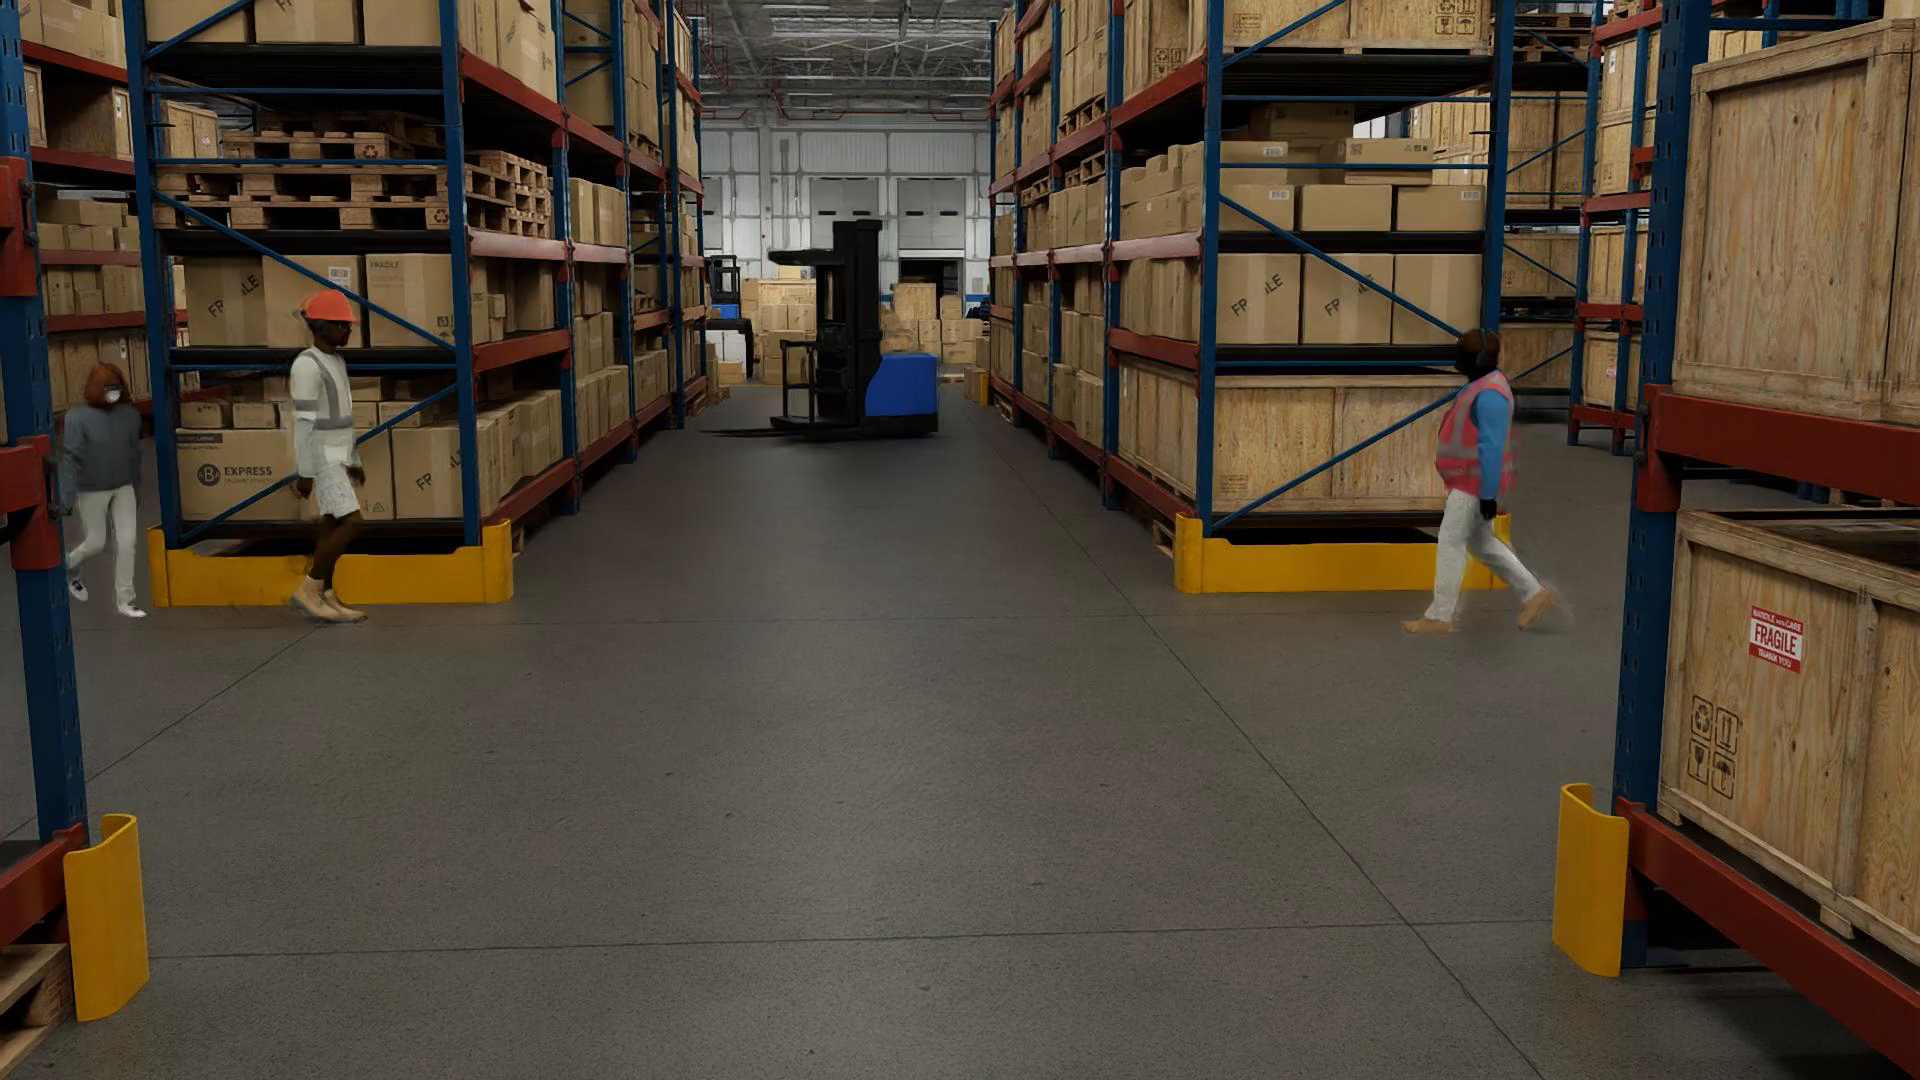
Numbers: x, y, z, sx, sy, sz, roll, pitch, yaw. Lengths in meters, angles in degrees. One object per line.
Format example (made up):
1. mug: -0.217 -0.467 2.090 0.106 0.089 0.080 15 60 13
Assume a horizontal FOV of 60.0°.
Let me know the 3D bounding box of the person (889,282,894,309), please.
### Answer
1. person: -2.091 -7.538 54.794 1.033 1.890 0.636 4 10 25

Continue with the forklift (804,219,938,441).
1. forklift: -1.322 -2.752 21.611 1.873 2.768 1.129 -4 10 -25

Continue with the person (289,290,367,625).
1. person: -3.775 -0.480 10.010 0.433 2.028 0.603 -1 9 -8

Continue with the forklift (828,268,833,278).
1. forklift: -4.171 -8.608 58.381 1.129 2.768 1.873 -5 10 -30

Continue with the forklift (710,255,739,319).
1. forklift: -8.368 -8.713 59.038 1.129 2.768 1.873 -1 9 -4

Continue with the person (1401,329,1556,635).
1. person: 3.085 -0.330 9.748 0.835 1.817 0.632 2 9 10

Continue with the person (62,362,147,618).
1. person: -5.365 -0.313 10.321 0.610 1.602 0.505 6 11 32

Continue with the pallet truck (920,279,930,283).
1. pallet truck: -0.932 -8.922 63.114 1.885 1.965 0.823 2 9 13
